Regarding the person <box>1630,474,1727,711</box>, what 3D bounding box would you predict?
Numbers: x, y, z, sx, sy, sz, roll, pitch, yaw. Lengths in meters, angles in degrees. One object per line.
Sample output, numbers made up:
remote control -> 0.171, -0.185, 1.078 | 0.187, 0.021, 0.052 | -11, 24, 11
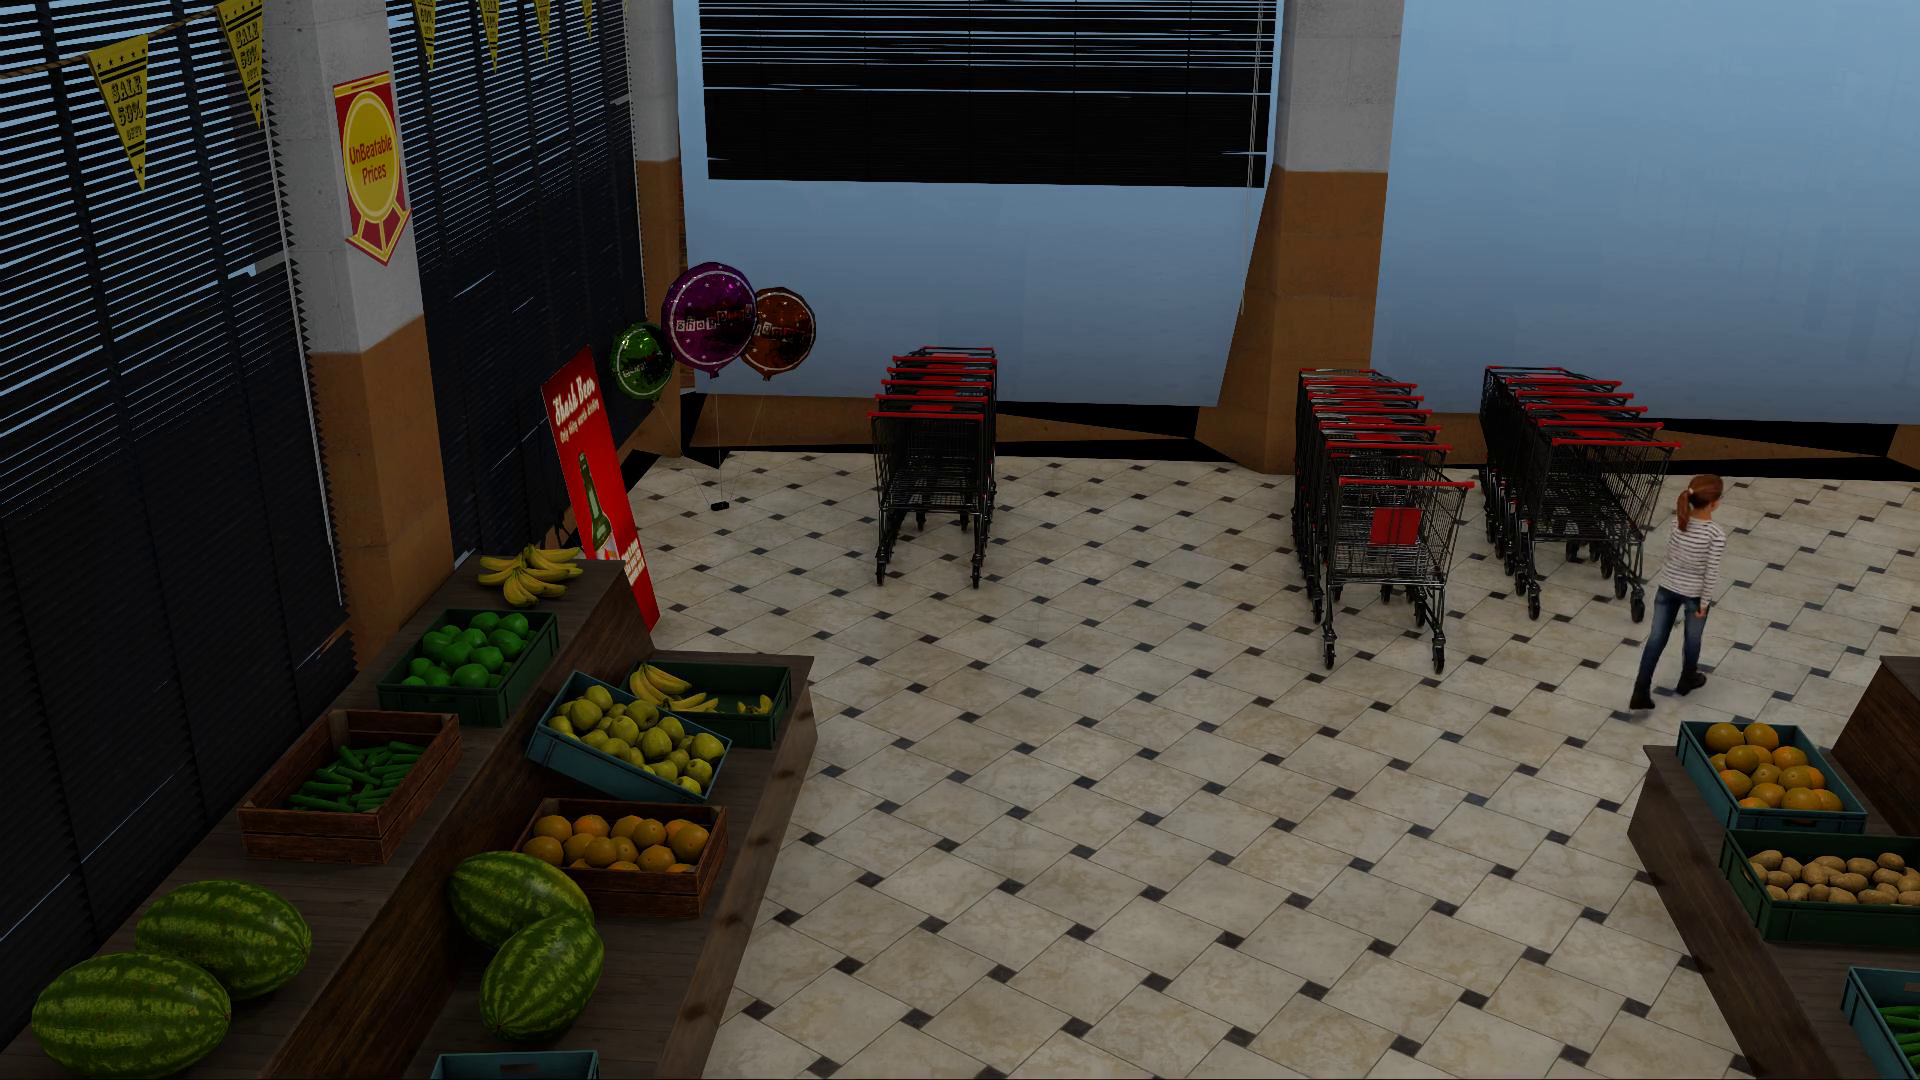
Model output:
person -> 3.713, 0.299, 8.648 | 0.923, 1.291, 0.853 | -18, 28, -37
